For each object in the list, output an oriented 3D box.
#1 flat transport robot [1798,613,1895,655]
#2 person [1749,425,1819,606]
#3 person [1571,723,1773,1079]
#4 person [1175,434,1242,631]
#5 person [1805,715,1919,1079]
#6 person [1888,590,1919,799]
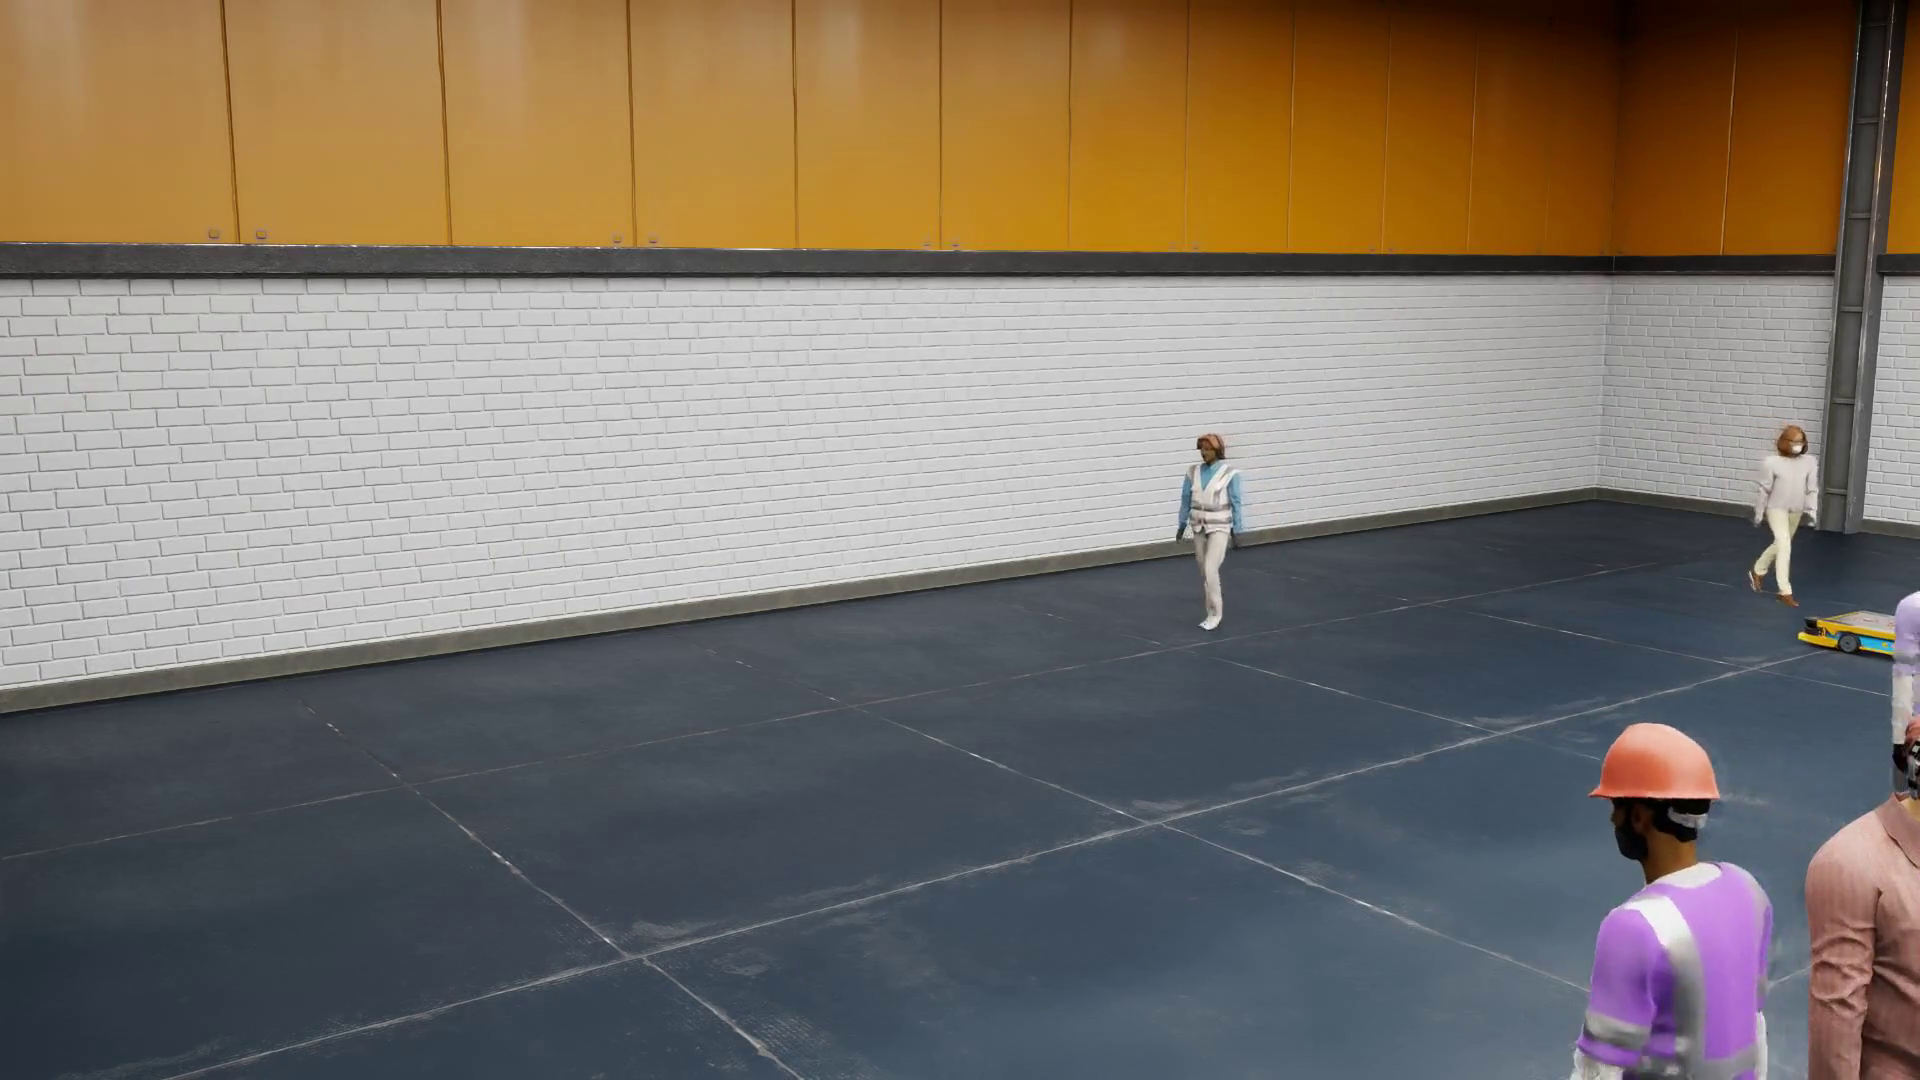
[{"bbox_3d":[7.281,0.766,12.706,0.652,0.197,1.431,-6,11,-33],"label":"flat transport robot"},{"bbox_3d":[7.386,-0.257,14.983,0.487,1.590,0.869,-1,9,-8],"label":"person"},{"bbox_3d":[1.613,1.384,3.868,0.678,1.899,0.592,-7,12,-38],"label":"person"},{"bbox_3d":[2.017,-0.061,13.638,0.531,1.617,0.502,9,13,44],"label":"person"},{"bbox_3d":[2.388,1.344,4.109,0.641,1.908,0.407,-3,10,-18],"label":"person"},{"bbox_3d":[4.478,0.810,7.470,0.579,1.890,0.896,0,9,2],"label":"person"}]
